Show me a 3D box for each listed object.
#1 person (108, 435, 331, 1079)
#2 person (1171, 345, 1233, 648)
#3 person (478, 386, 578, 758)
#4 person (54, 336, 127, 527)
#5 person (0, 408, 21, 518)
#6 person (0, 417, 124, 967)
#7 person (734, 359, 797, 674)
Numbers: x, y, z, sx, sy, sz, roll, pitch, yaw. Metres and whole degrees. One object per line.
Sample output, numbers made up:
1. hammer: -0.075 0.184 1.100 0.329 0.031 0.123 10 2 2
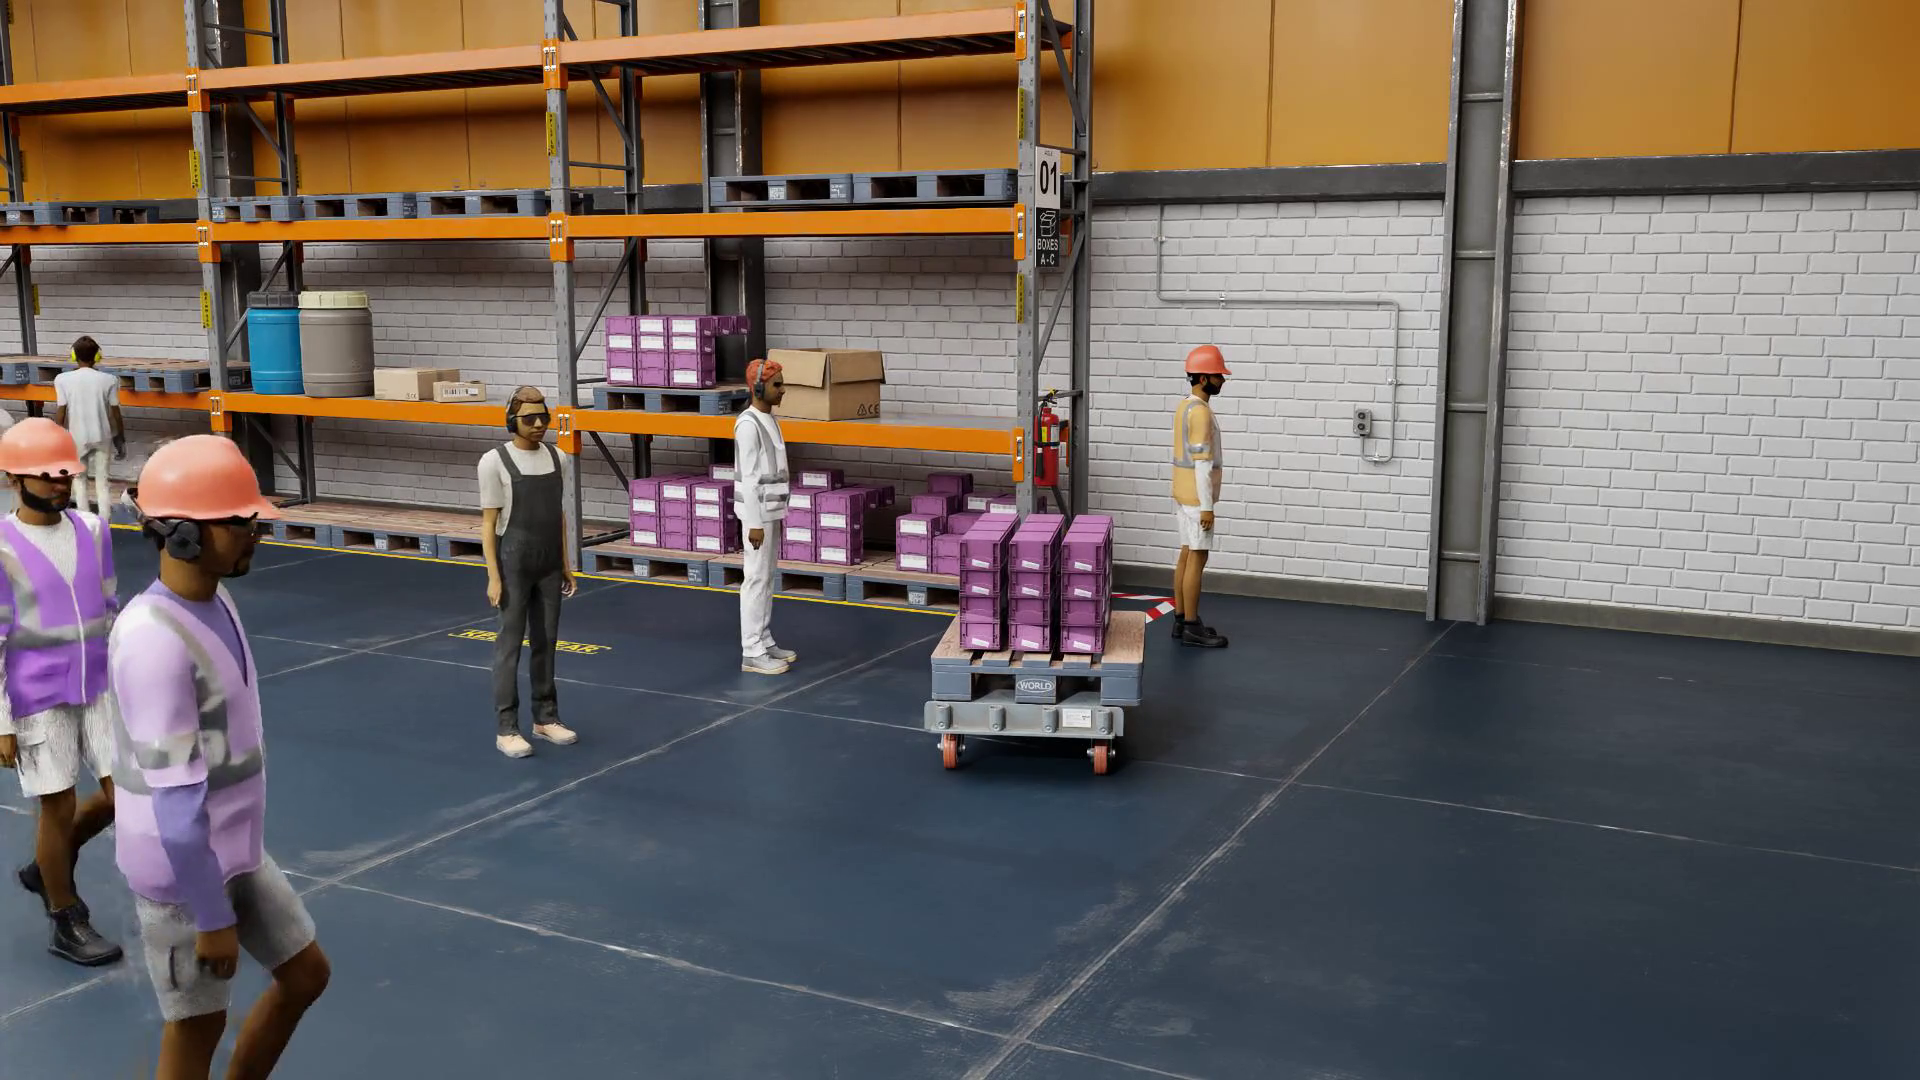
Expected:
1. person: -1.764 0.759 4.003 0.478 2.027 0.646 -2 9 -10
2. person: 1.551 -0.280 10.690 0.356 1.937 0.552 -1 9 -4
3. person: -2.151 0.149 8.328 0.336 1.844 0.508 7 12 38
4. person: -7.612 -0.859 14.560 0.551 1.838 0.759 -5 10 -28
5. person: -5.582 -0.112 9.587 0.372 1.959 0.603 -3 10 -19
6. person: -3.143 0.527 5.765 0.463 1.918 0.562 4 10 24
7. person: -1.183 -0.146 10.034 0.342 1.880 0.586 1 9 5
